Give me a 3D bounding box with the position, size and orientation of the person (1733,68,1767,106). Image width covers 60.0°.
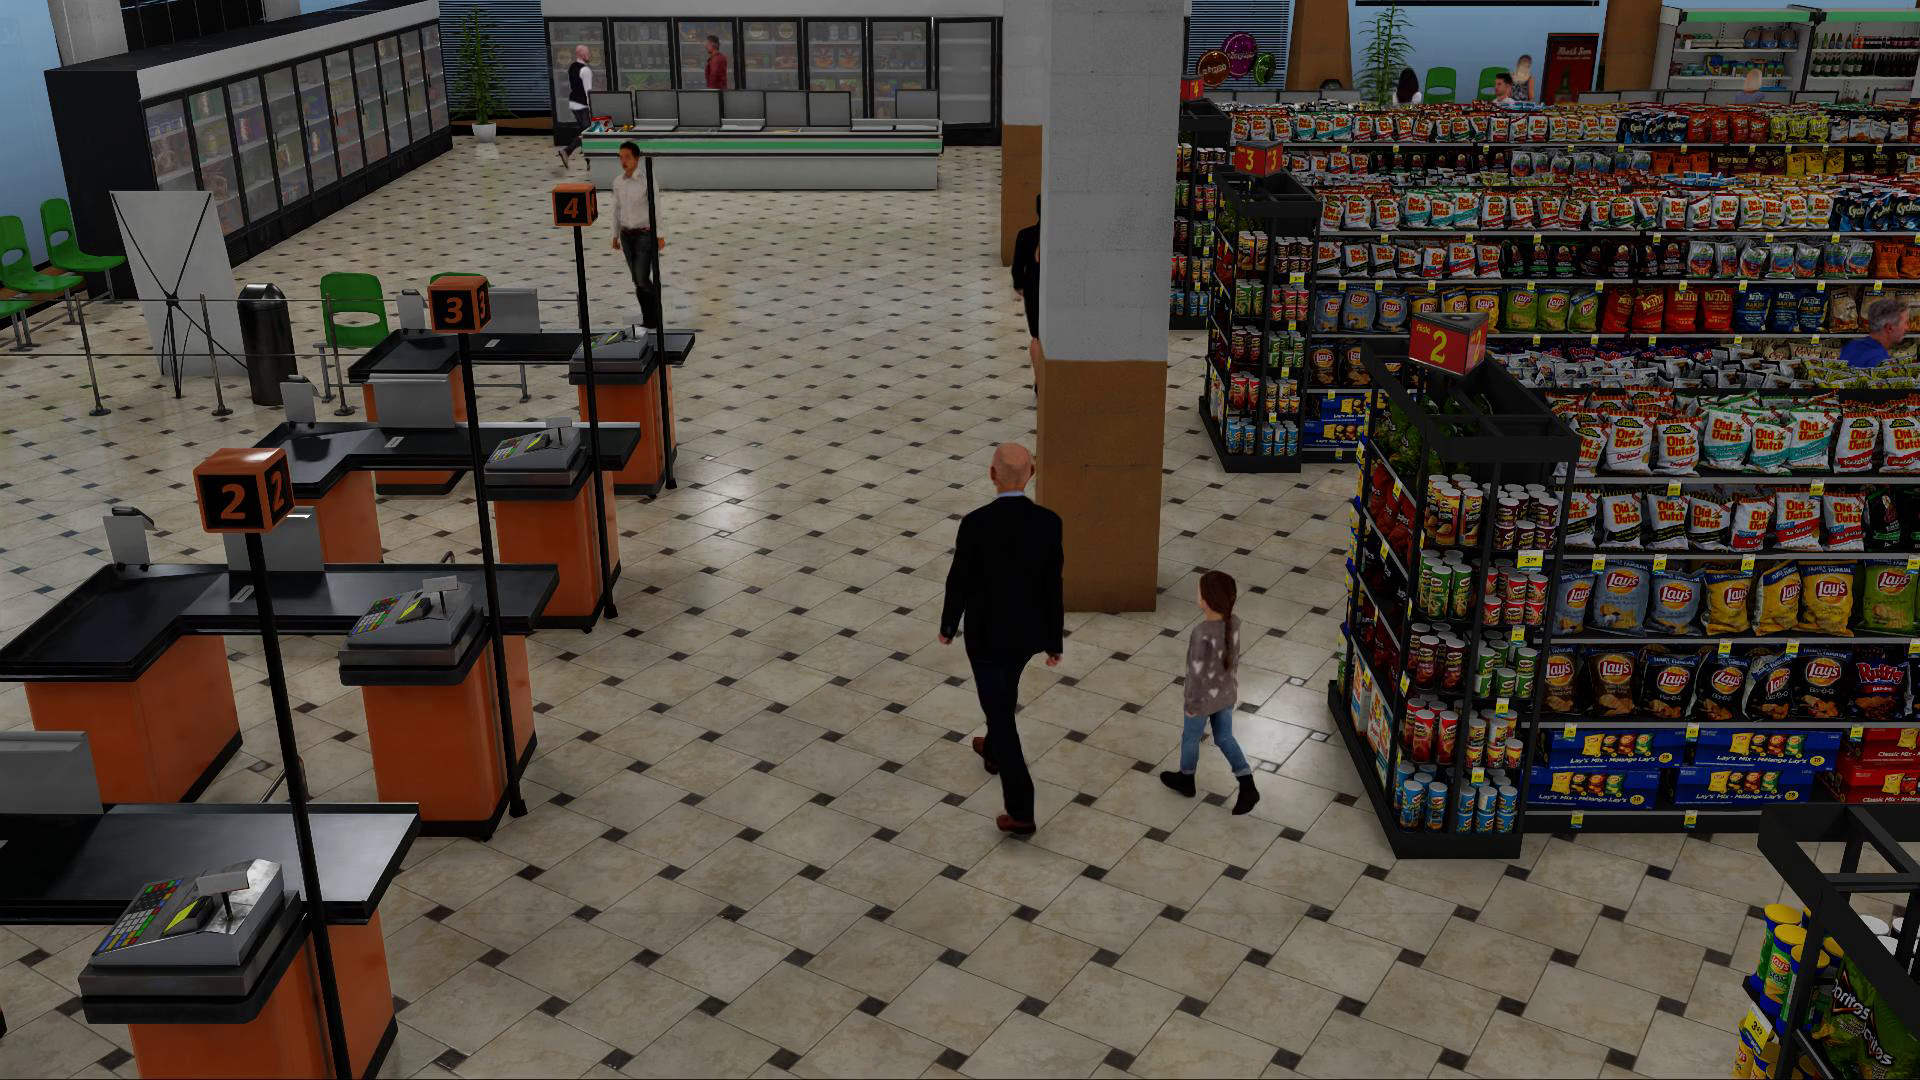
[{"bbox_3d":[10.469,-5.403,22.178,0.652,1.722,0.714,20,29,41],"label":"person"}]

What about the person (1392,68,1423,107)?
[{"bbox_3d":[5.920,-5.434,22.370,1.119,1.635,1.039,-16,27,-35],"label":"person"}]

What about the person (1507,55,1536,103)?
[{"bbox_3d":[7.973,-6.086,23.960,1.162,1.661,1.023,-17,28,-36],"label":"person"}]

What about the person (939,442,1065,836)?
[{"bbox_3d":[0.221,0.478,7.487,1.218,1.761,1.038,-8,23,-20],"label":"person"}]

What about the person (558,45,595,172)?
[{"bbox_3d":[-5.538,-6.233,24.136,1.109,1.803,1.169,18,28,38],"label":"person"}]

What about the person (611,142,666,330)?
[{"bbox_3d":[-2.984,-2.863,15.746,0.746,1.804,0.855,11,24,25],"label":"person"}]

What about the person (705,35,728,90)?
[{"bbox_3d":[-3.645,-6.786,25.491,0.928,1.817,0.795,4,22,10],"label":"person"}]

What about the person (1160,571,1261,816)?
[{"bbox_3d":[1.194,0.720,7.668,0.819,1.178,0.827,-15,27,-34],"label":"person"}]

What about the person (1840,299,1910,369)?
[{"bbox_3d":[5.339,-0.556,9.979,0.643,1.822,0.767,4,22,10],"label":"person"}]
